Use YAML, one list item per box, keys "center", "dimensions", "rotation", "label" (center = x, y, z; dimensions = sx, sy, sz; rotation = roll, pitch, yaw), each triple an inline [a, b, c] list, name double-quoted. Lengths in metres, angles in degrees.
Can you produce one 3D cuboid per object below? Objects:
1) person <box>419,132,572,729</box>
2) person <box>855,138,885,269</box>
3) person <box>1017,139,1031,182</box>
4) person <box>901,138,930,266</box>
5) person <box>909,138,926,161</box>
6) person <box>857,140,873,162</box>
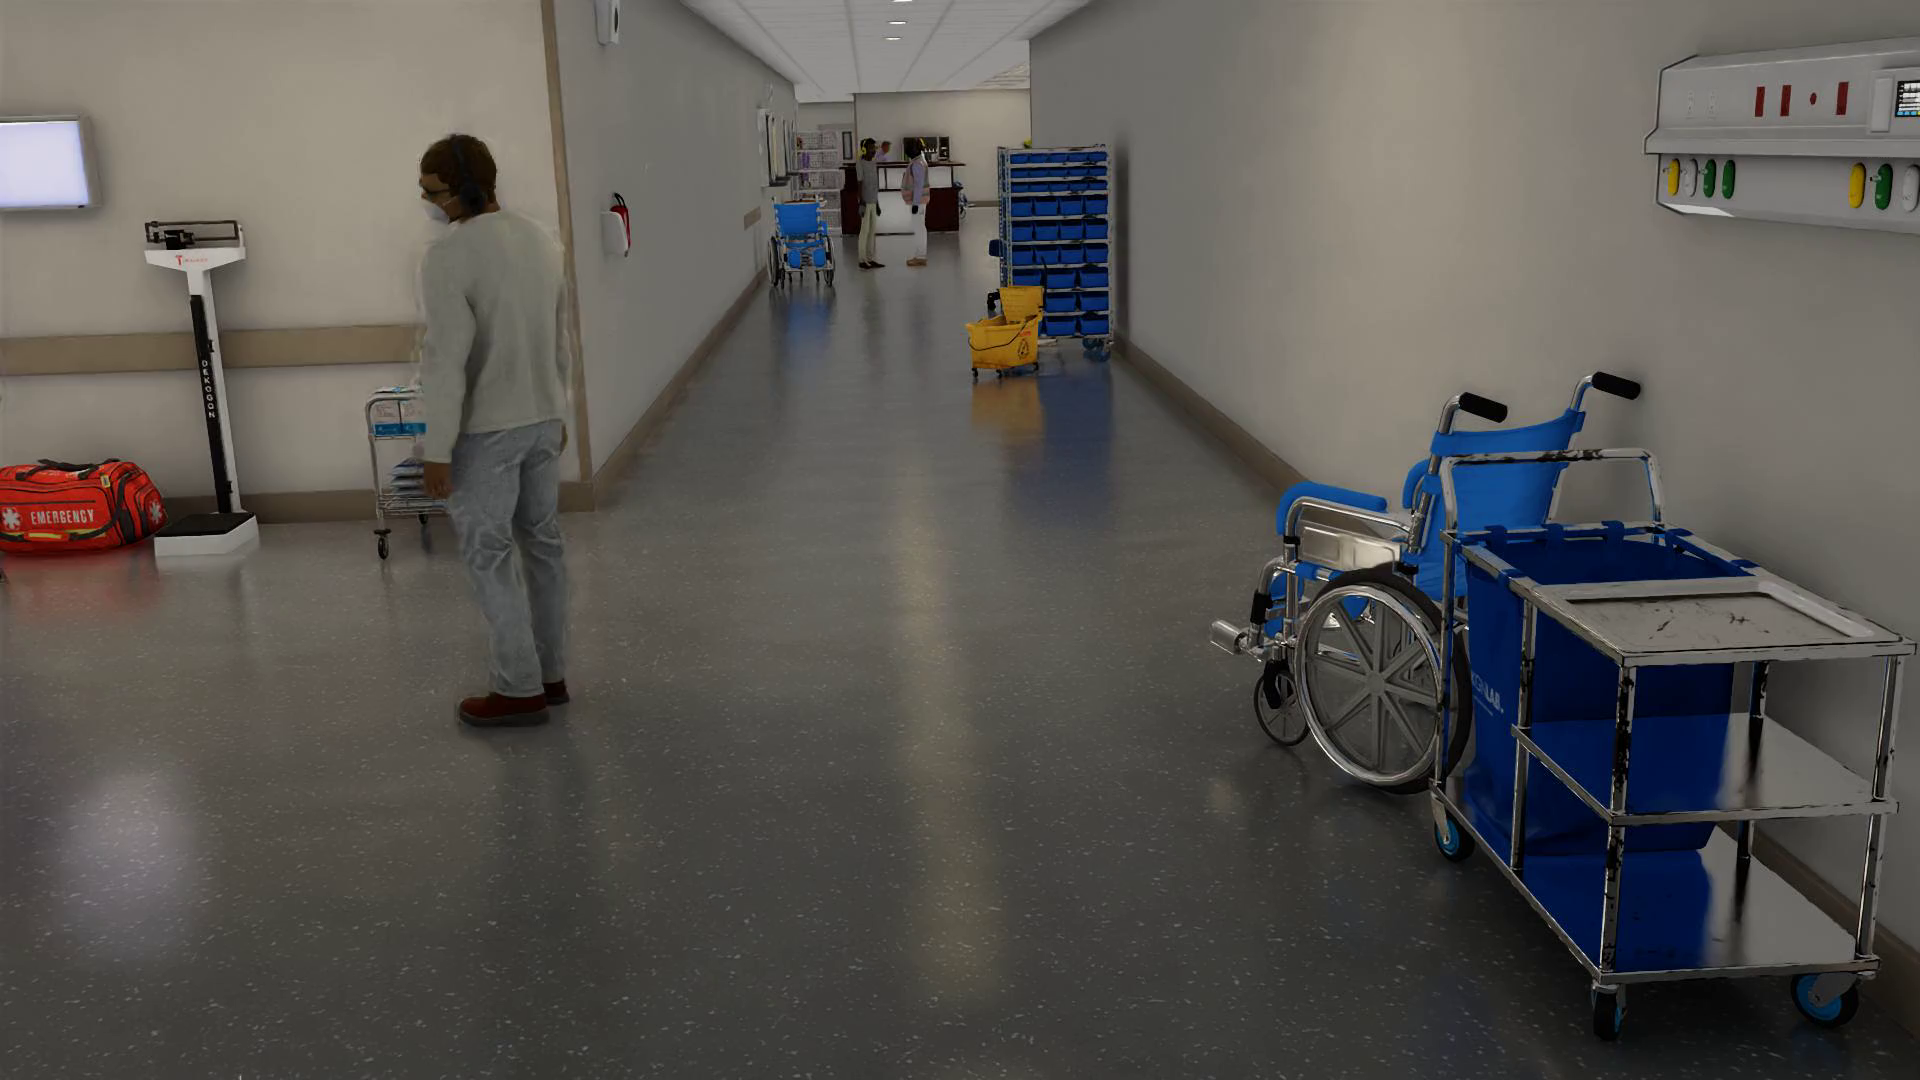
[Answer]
- center: [-1.481, -0.345, 5.451]
  dimensions: [0.401, 1.919, 0.671]
  rotation: [5, 15, 27]
  label: "person"
- center: [-1.315, -4.884, 24.171]
  dimensions: [0.315, 1.869, 0.526]
  rotation: [5, 15, 27]
  label: "person"
- center: [1.623, -9.050, 41.259]
  dimensions: [0.580, 1.729, 0.404]
  rotation: [11, 19, 42]
  label: "person"
- center: [-0.652, -4.975, 24.522]
  dimensions: [0.429, 1.846, 0.625]
  rotation: [-2, 14, -1]
  label: "person"
- center: [-0.971, -8.598, 39.495]
  dimensions: [0.403, 1.825, 0.593]
  rotation: [-8, 15, -23]
  label: "person"
- center: [-2.299, -8.876, 40.751]
  dimensions: [0.430, 1.845, 0.624]
  rotation: [-5, 14, -15]
  label: "person"
